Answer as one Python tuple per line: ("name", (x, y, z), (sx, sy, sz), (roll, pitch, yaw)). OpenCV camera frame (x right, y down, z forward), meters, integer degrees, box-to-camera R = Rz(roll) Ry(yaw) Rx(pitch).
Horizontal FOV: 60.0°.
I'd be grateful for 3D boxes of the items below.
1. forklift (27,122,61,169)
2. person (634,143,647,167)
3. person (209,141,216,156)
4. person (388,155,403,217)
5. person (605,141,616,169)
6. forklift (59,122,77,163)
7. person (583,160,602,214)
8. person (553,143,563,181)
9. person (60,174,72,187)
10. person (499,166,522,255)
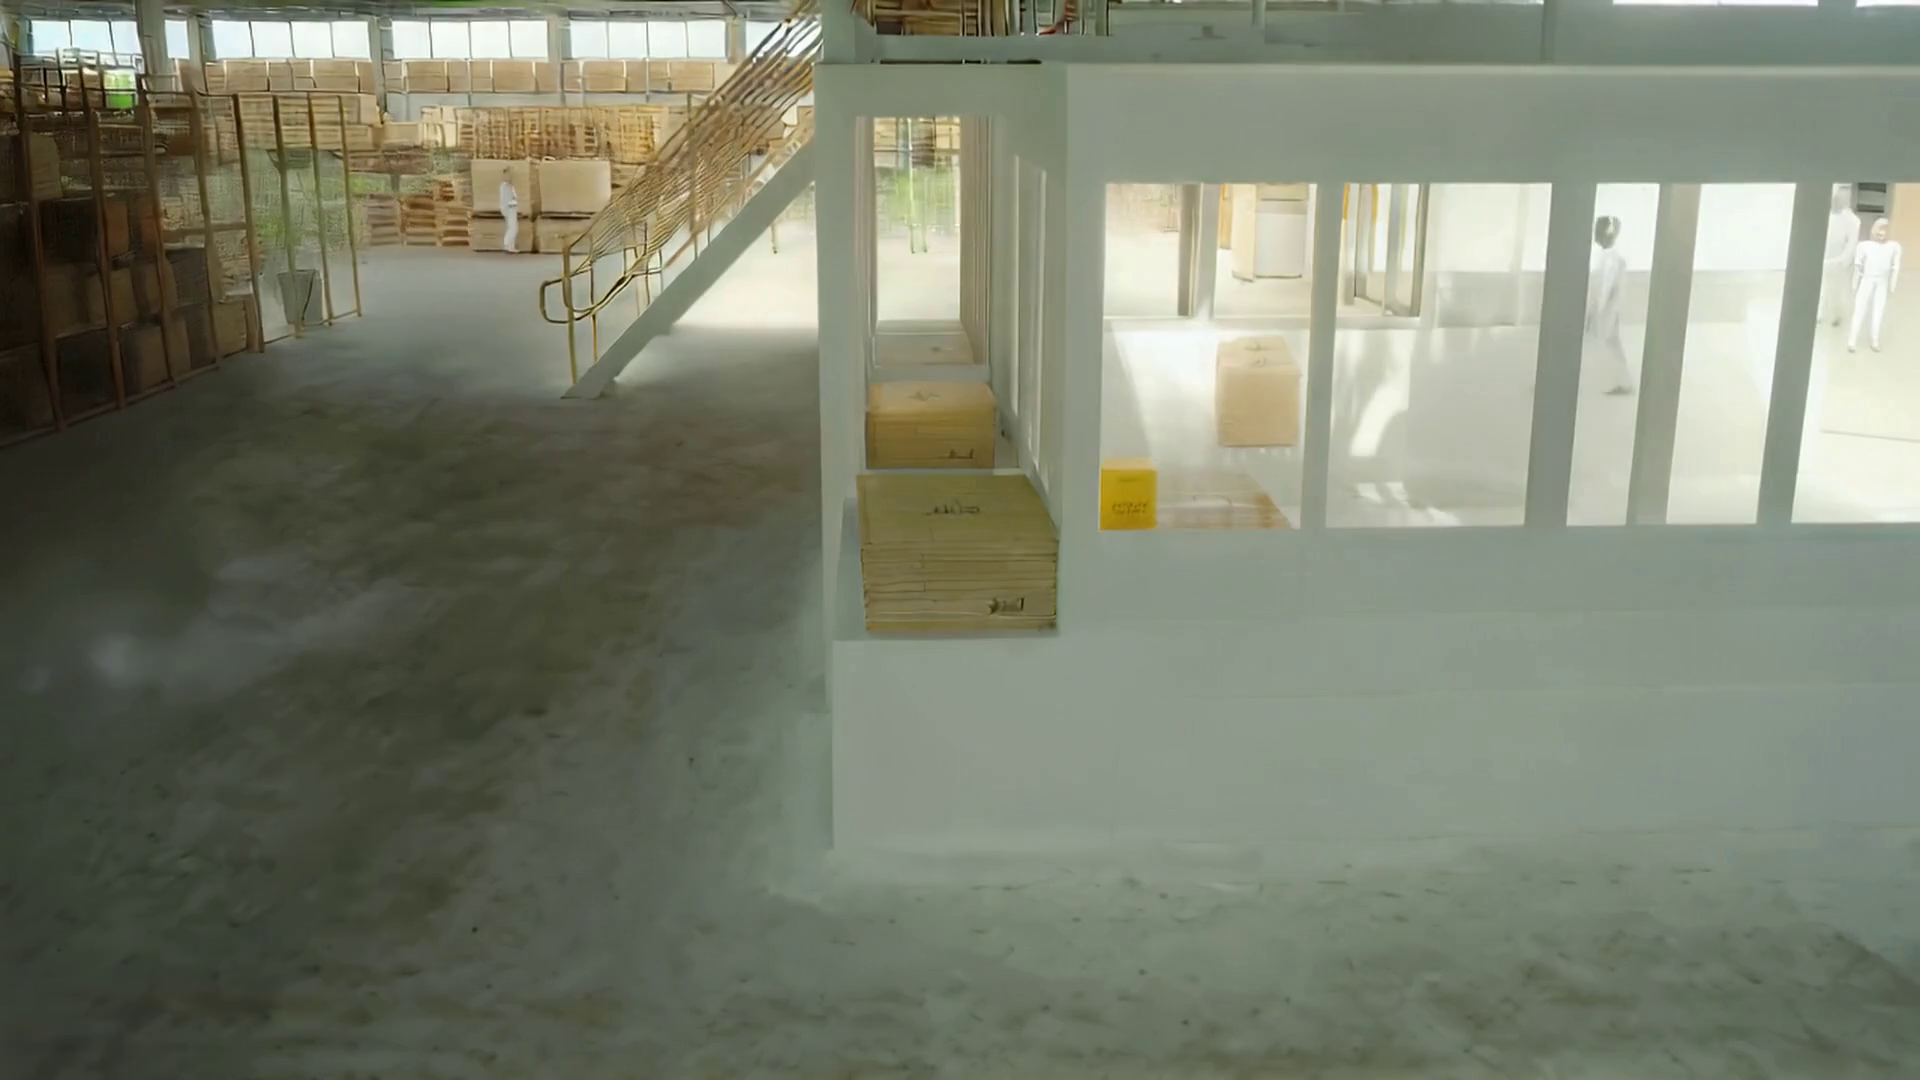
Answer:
("forklift", (-35.376, -14.773, 64.377), (1.129, 2.768, 1.873), (-1, 14, -2))
("person", (-16.113, -19.121, 83.935), (0.623, 1.809, 0.530), (-6, 15, -23))
("person", (-38.179, -19.396, 84.785), (0.611, 1.930, 0.627), (-8, 16, -30))
("person", (-16.627, -10.399, 48.985), (0.527, 1.856, 0.331), (6, 15, 24))
("person", (-16.115, -17.430, 76.914), (0.652, 1.948, 0.793), (9, 16, 31))
("forklift", (-38.752, -16.789, 72.434), (1.873, 2.768, 1.129), (-9, 17, -32))
("person", (-10.199, -9.646, 46.172), (0.532, 1.758, 0.346), (-6, 15, -24))
("person", (-18.102, -16.878, 74.785), (0.444, 1.896, 0.639), (5, 15, 19))
("person", (-19.705, -7.312, 36.262), (0.702, 2.000, 0.957), (-8, 16, -28))
("person", (-9.471, -6.933, 35.105), (0.404, 1.871, 0.584), (1, 14, 4))
